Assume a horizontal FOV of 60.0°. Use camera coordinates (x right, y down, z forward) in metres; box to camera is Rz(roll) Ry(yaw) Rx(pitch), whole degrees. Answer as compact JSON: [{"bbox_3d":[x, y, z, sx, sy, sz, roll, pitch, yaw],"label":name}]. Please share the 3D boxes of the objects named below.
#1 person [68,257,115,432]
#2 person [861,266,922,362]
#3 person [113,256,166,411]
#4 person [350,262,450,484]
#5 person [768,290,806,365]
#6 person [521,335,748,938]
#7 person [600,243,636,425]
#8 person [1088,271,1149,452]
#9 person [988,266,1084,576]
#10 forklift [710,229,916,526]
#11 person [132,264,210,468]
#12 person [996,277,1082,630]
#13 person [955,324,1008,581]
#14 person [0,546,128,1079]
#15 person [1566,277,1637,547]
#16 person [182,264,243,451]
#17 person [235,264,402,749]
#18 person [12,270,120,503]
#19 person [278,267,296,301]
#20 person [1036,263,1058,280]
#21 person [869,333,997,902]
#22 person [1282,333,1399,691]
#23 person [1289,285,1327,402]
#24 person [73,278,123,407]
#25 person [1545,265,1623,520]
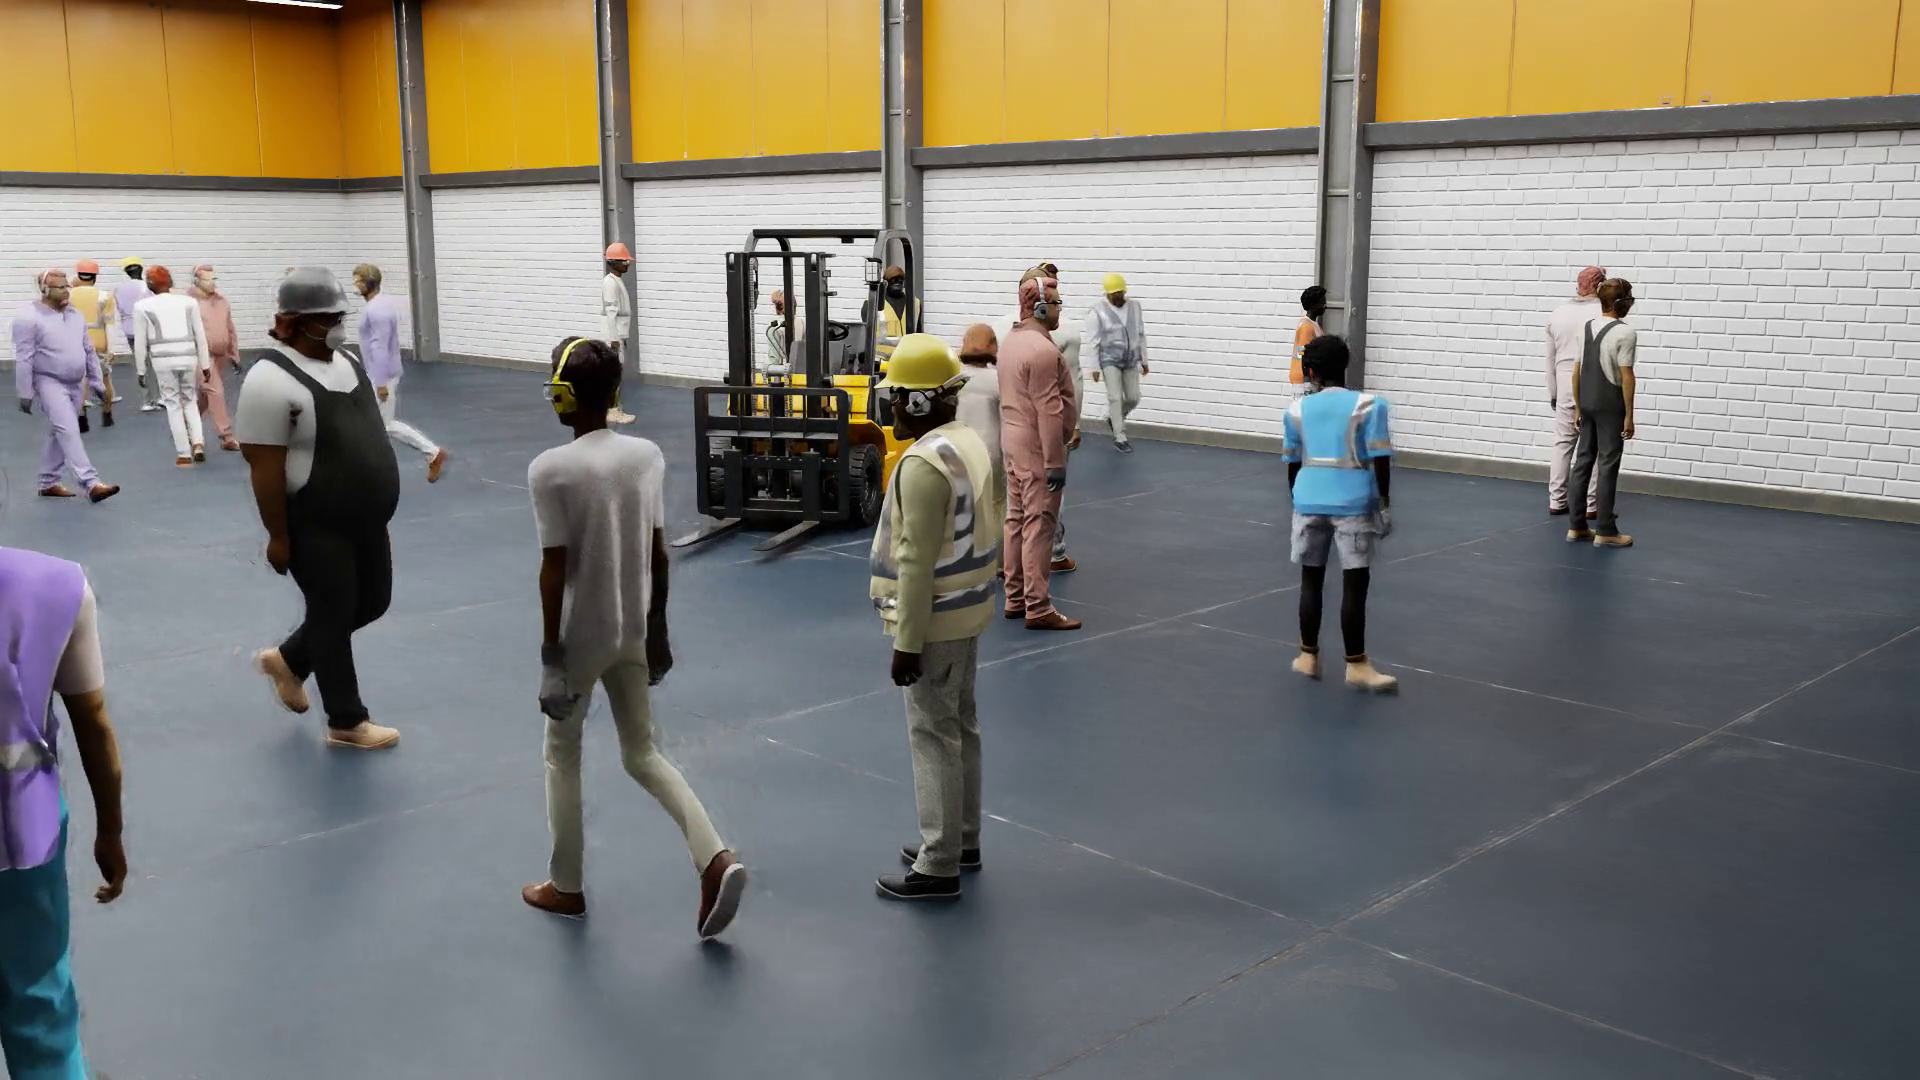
[{"bbox_3d":[-9.567,-2.149,18.262,0.553,1.906,0.924,-4,11,-20],"label":"person"},{"bbox_3d":[-0.627,-1.690,15.901,0.624,1.844,0.430,-5,11,-25],"label":"person"},{"bbox_3d":[-9.941,-2.508,20.264,0.633,1.883,0.534,0,10,2],"label":"person"},{"bbox_3d":[-4.738,-1.351,13.861,0.762,1.919,0.639,-4,11,-21],"label":"person"},{"bbox_3d":[-1.575,-1.450,15.145,0.309,1.641,0.513,6,12,30],"label":"person"},{"bbox_3d":[-1.036,0.308,5.032,0.820,1.845,0.534,8,13,38],"label":"person"},{"bbox_3d":[-3.870,-2.335,18.868,0.396,2.044,0.609,-1,10,-5],"label":"person"},{"bbox_3d":[1.555,-1.768,16.465,0.645,1.792,0.570,-5,11,-24],"label":"person"},{"bbox_3d":[0.477,-0.739,10.451,0.630,1.940,0.373,4,11,22],"label":"person"},{"bbox_3d":[-1.050,-1.319,12.920,1.214,2.155,2.313,2,11,13],"label":"forklift"},{"bbox_3d":[-7.213,-1.583,15.236,0.595,1.864,0.424,-9,14,-41],"label":"person"},{"bbox_3d":[0.433,-0.469,9.066,0.410,1.909,0.643,-4,11,-19],"label":"person"},{"bbox_3d":[0.127,-0.495,10.026,0.521,1.604,0.721,3,11,16],"label":"person"},{"bbox_3d":[-1.976,0.640,3.330,0.587,1.801,0.966,-8,13,-38],"label":"person"},{"bbox_3d":[4.434,-0.875,11.449,0.336,1.844,0.508,-5,11,-24],"label":"person"},{"bbox_3d":[-7.554,-1.823,16.599,1.009,1.859,0.645,4,11,19],"label":"person"},{"bbox_3d":[-2.677,-0.140,6.908,0.697,2.000,0.704,2,11,13],"label":"person"},{"bbox_3d":[-7.149,-1.230,13.366,0.964,1.853,0.659,2,11,13],"label":"person"},{"bbox_3d":[-10.878,-3.650,27.195,0.510,1.615,0.586,-1,10,-6],"label":"person"},{"bbox_3d":[0.825,-1.791,16.396,0.329,1.865,0.508,7,12,33],"label":"person"},{"bbox_3d":[-0.089,0.249,5.389,0.403,1.824,0.593,3,11,14],"label":"person"},{"bbox_3d":[1.839,-0.134,7.901,0.684,1.668,0.339,8,13,38],"label":"person"},{"bbox_3d":[3.097,-1.413,14.808,0.320,1.694,0.532,4,11,21],"label":"person"},{"bbox_3d":[-10.847,-2.476,20.788,0.546,1.606,0.745,1,10,7],"label":"person"},{"bbox_3d":[4.729,-1.107,12.548,0.411,1.908,0.643,-8,13,-36],"label":"person"}]
